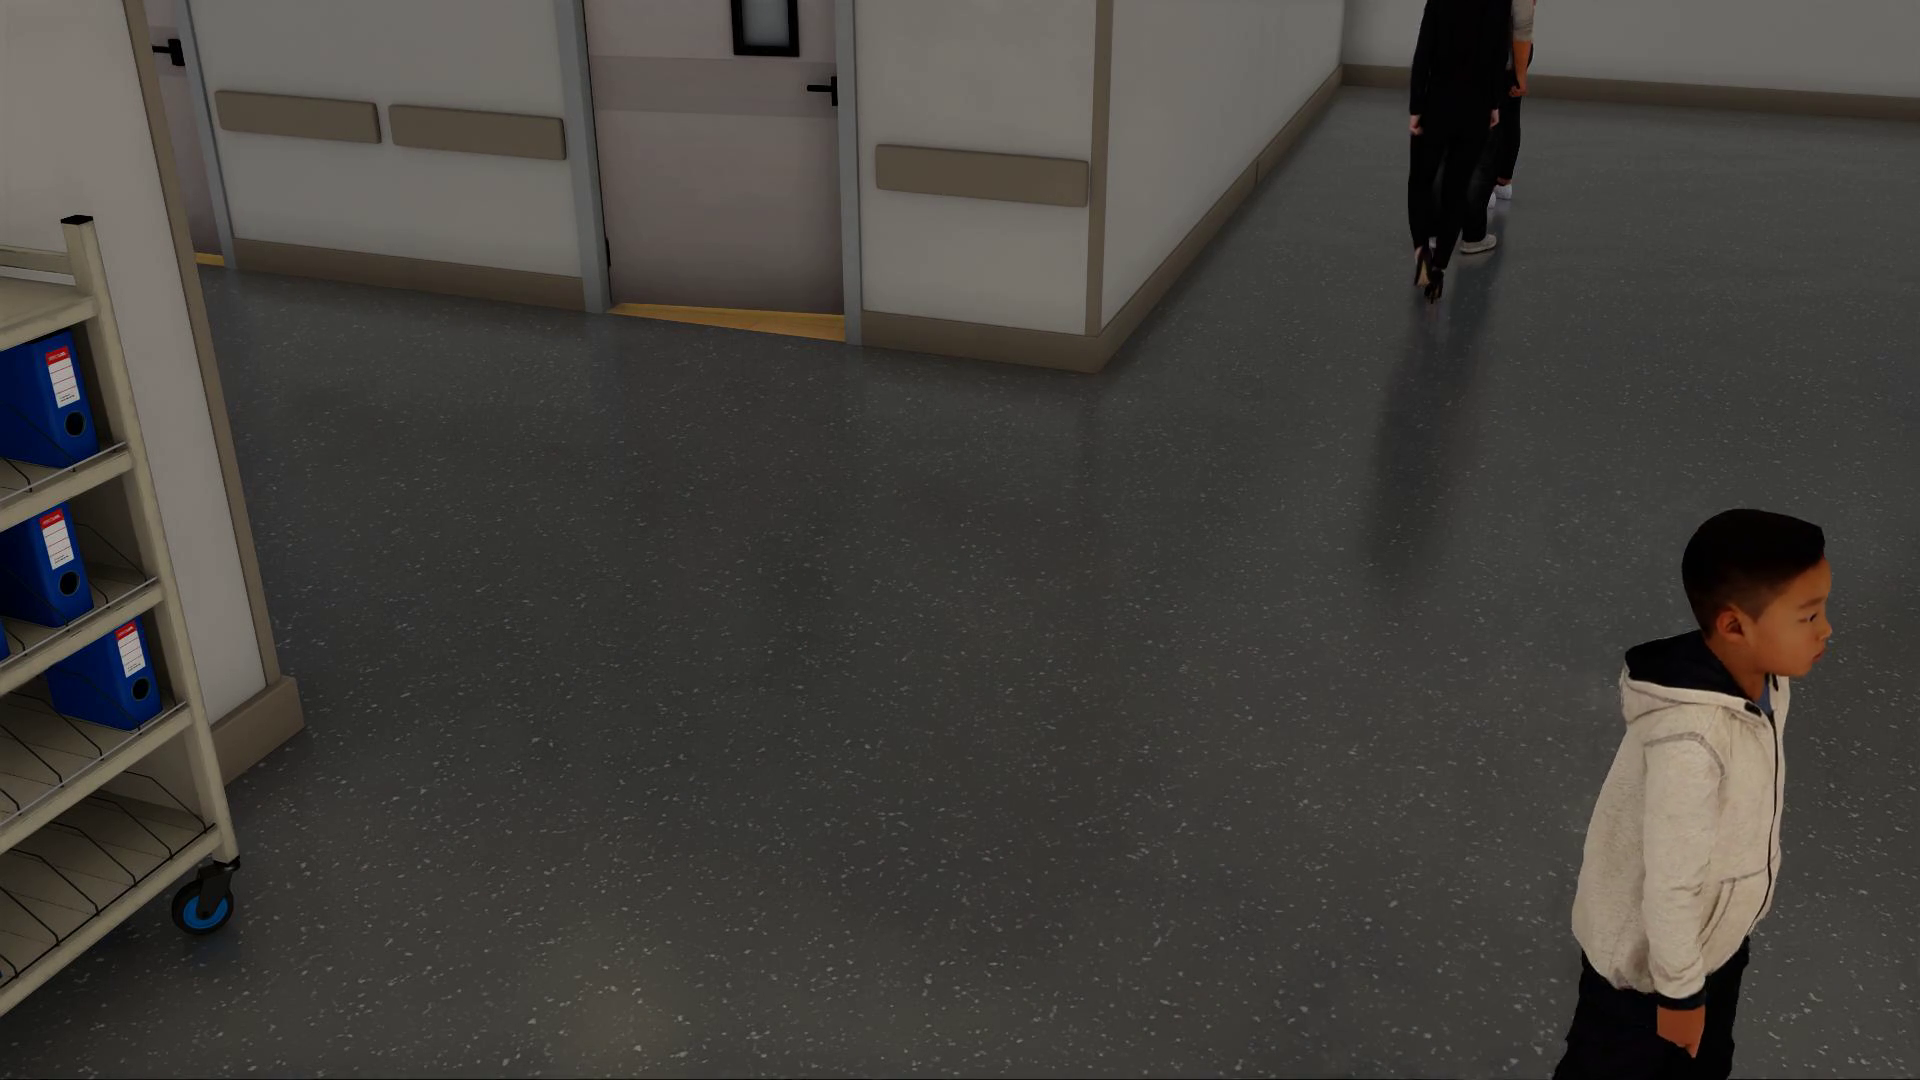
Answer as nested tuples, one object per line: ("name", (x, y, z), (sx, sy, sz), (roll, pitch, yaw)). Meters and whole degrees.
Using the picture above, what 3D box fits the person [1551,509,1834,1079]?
("person", (1.090, 0.593, 2.734), (0.710, 1.444, 0.552), (20, 32, 36))

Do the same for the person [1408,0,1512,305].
("person", (2.270, -1.897, 7.604), (0.640, 1.699, 0.694), (4, 26, 8))

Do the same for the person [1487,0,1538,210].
("person", (3.084, -2.717, 9.381), (0.700, 1.634, 0.571), (21, 33, 37))

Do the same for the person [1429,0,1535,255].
("person", (2.625, -2.383, 8.488), (0.709, 1.807, 0.619), (16, 30, 30))
